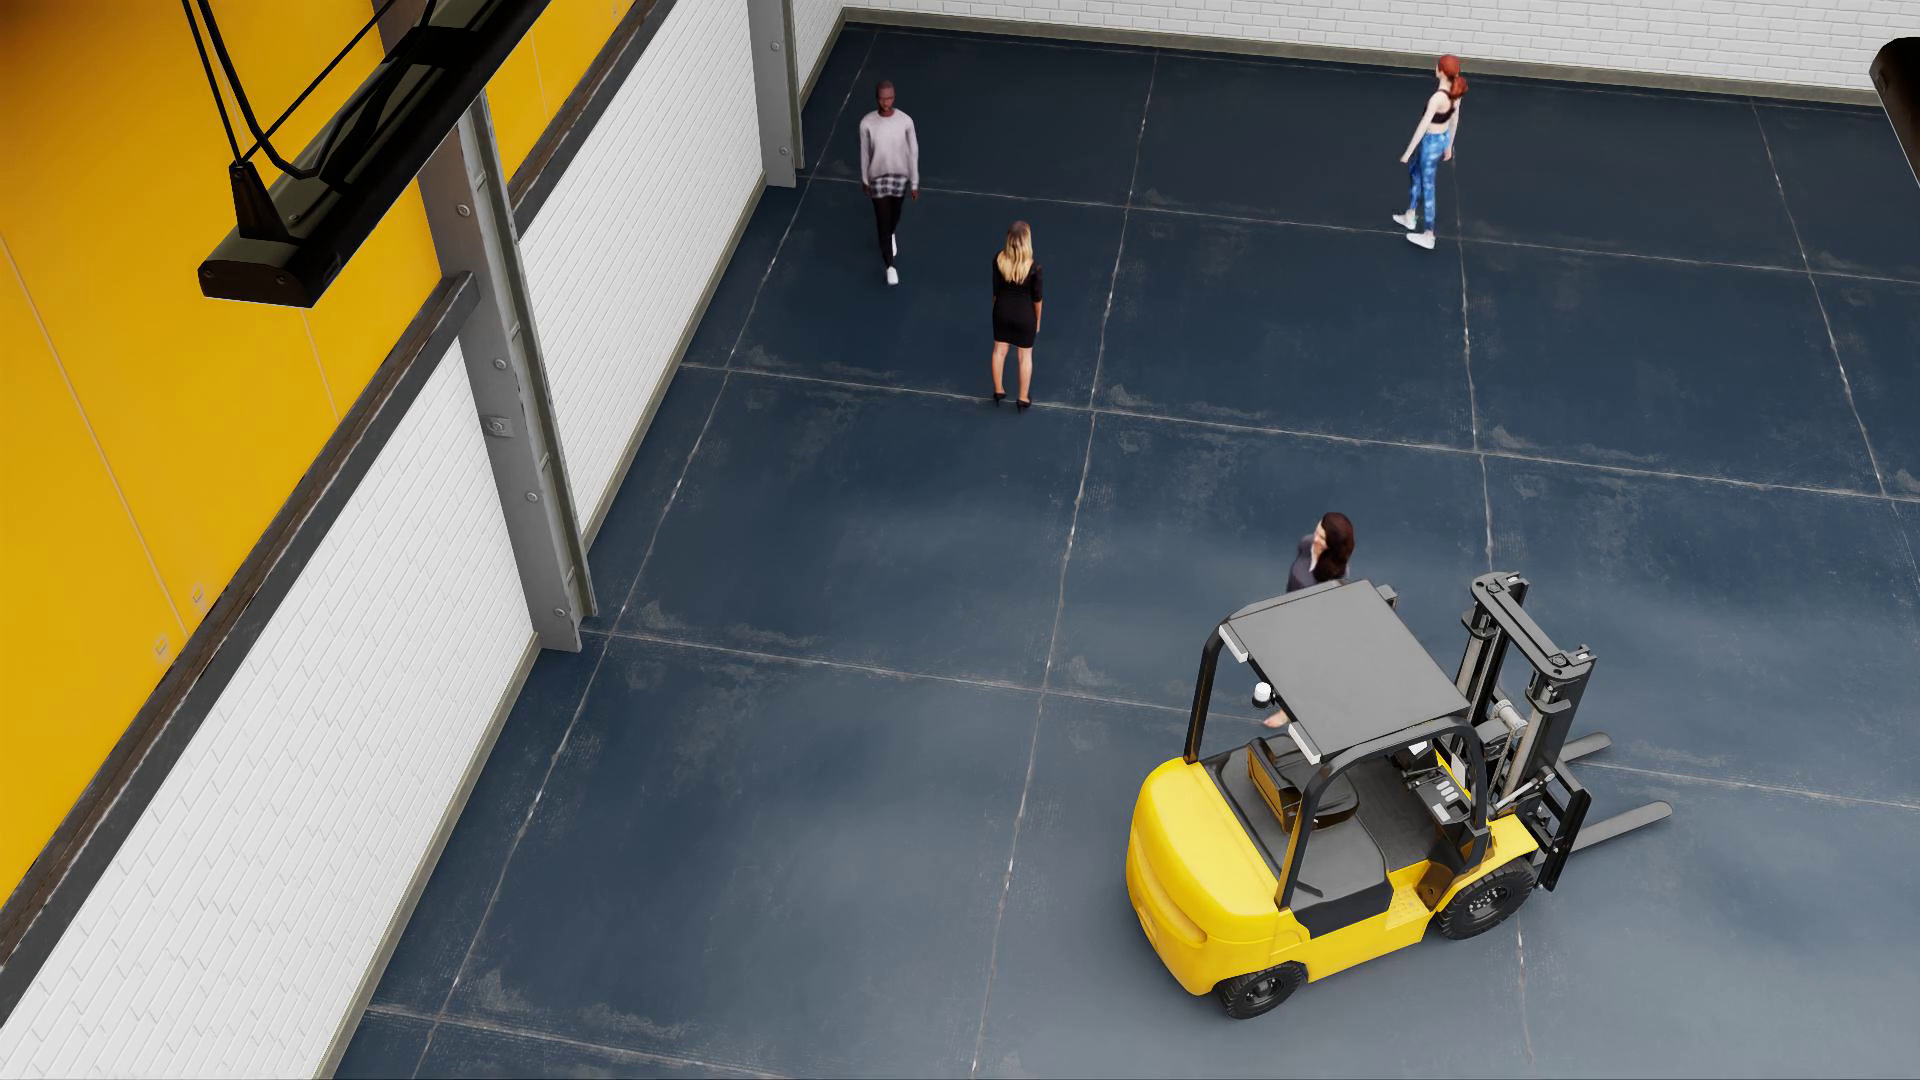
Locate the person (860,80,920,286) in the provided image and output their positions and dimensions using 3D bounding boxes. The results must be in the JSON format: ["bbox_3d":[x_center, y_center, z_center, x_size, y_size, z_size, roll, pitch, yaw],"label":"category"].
[{"bbox_3d":[-0.600,-3.118,14.149,0.864,1.728,1.194,-6,44,-6],"label":"person"}]

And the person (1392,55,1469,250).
[{"bbox_3d":[4.133,-3.289,14.300,0.850,1.768,0.818,33,52,29],"label":"person"}]

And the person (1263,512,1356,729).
[{"bbox_3d":[2.235,0.458,10.370,0.916,1.762,0.866,-22,48,-21],"label":"person"}]

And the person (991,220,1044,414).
[{"bbox_3d":[0.414,-1.697,12.697,0.569,1.674,0.525,13,45,14],"label":"person"}]
